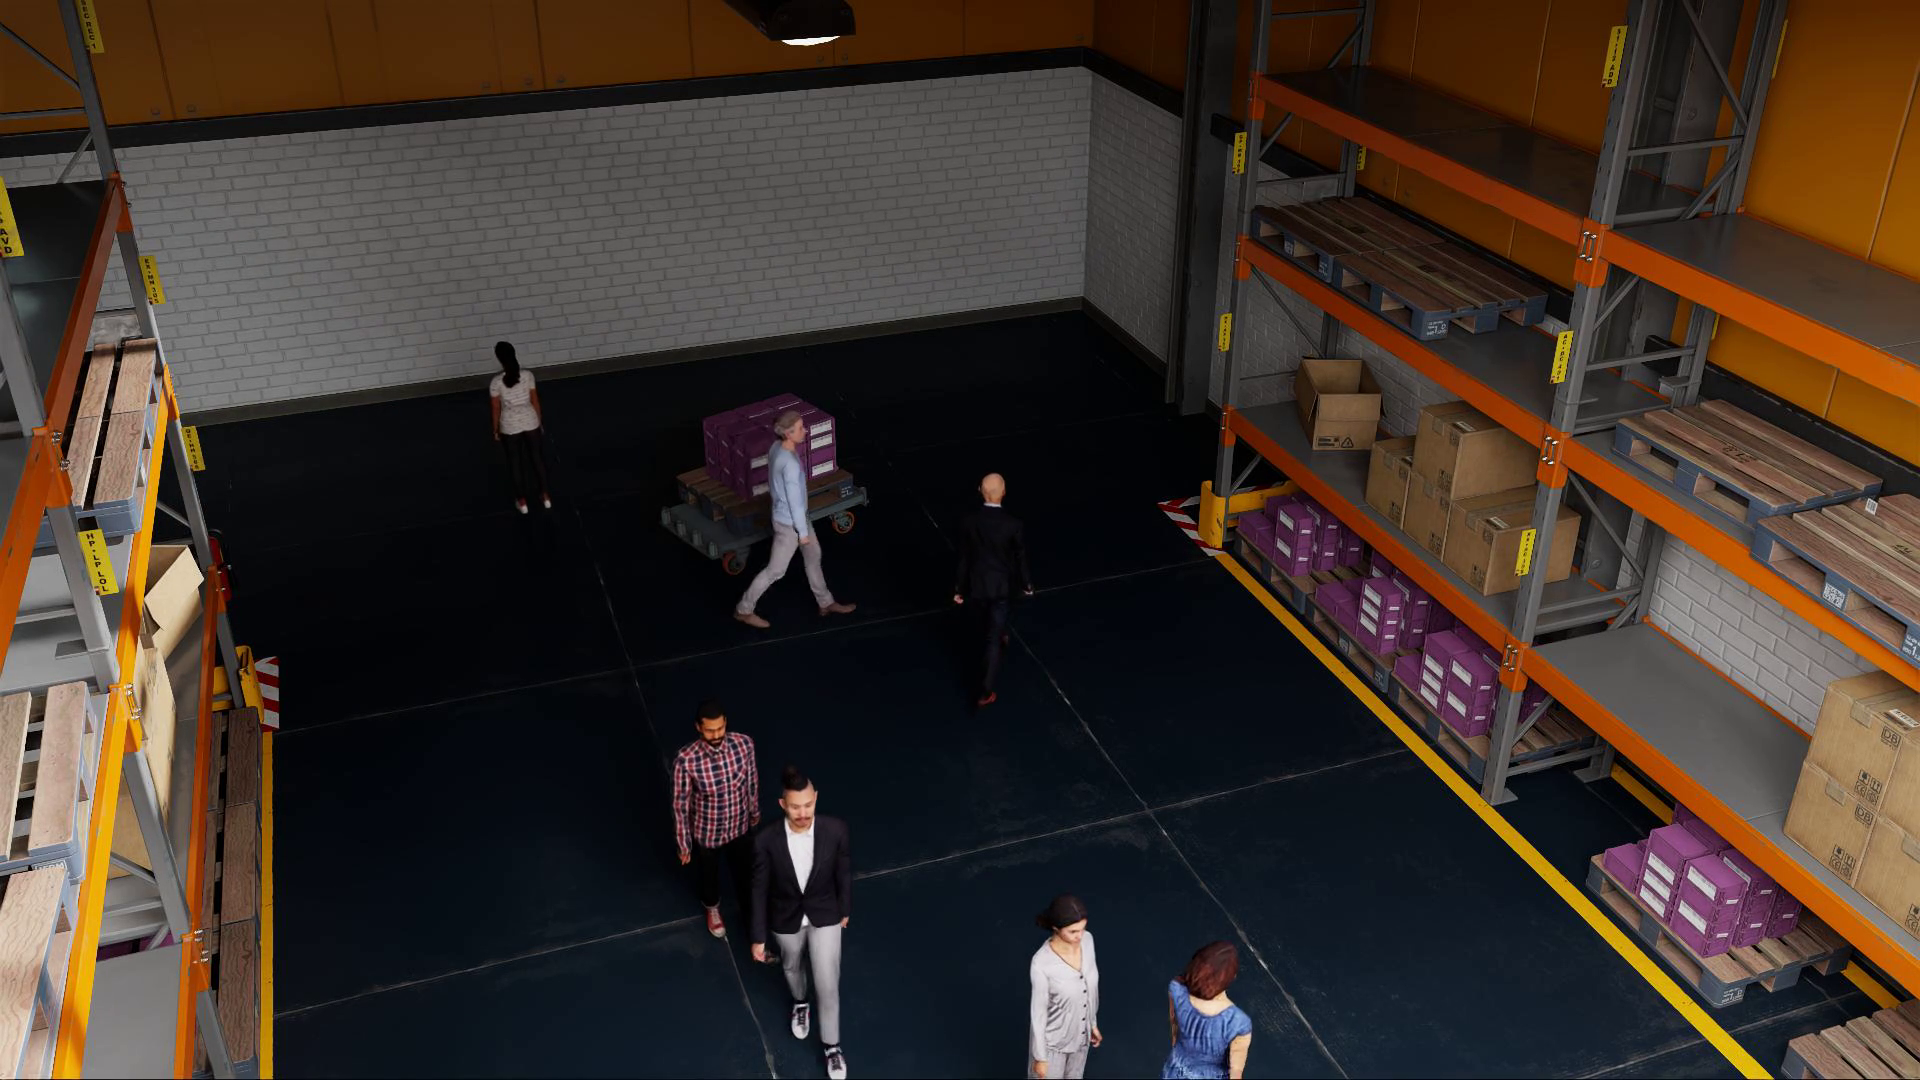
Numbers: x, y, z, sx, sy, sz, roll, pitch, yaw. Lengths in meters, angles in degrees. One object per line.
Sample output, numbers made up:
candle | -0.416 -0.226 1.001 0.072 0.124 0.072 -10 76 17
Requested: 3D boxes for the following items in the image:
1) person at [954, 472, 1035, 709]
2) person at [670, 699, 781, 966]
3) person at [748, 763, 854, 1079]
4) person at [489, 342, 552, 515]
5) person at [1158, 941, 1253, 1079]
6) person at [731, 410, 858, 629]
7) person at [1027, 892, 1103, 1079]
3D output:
person | 0.221 0.395 12.193 1.195 1.758 1.308 10 30 17
person | -1.454 1.657 9.903 0.785 1.734 1.063 -13 31 -22
person | -0.876 1.962 9.143 0.876 1.927 1.033 -2 29 -3
person | -3.930 -0.989 14.854 0.617 1.639 0.592 -14 32 -25
person | 1.105 2.692 7.963 1.067 1.776 1.056 20 34 32
person | -1.424 -0.119 13.037 0.928 1.851 1.242 -3 29 -6
person | 0.495 2.482 8.348 0.670 1.776 0.673 -25 37 -38
